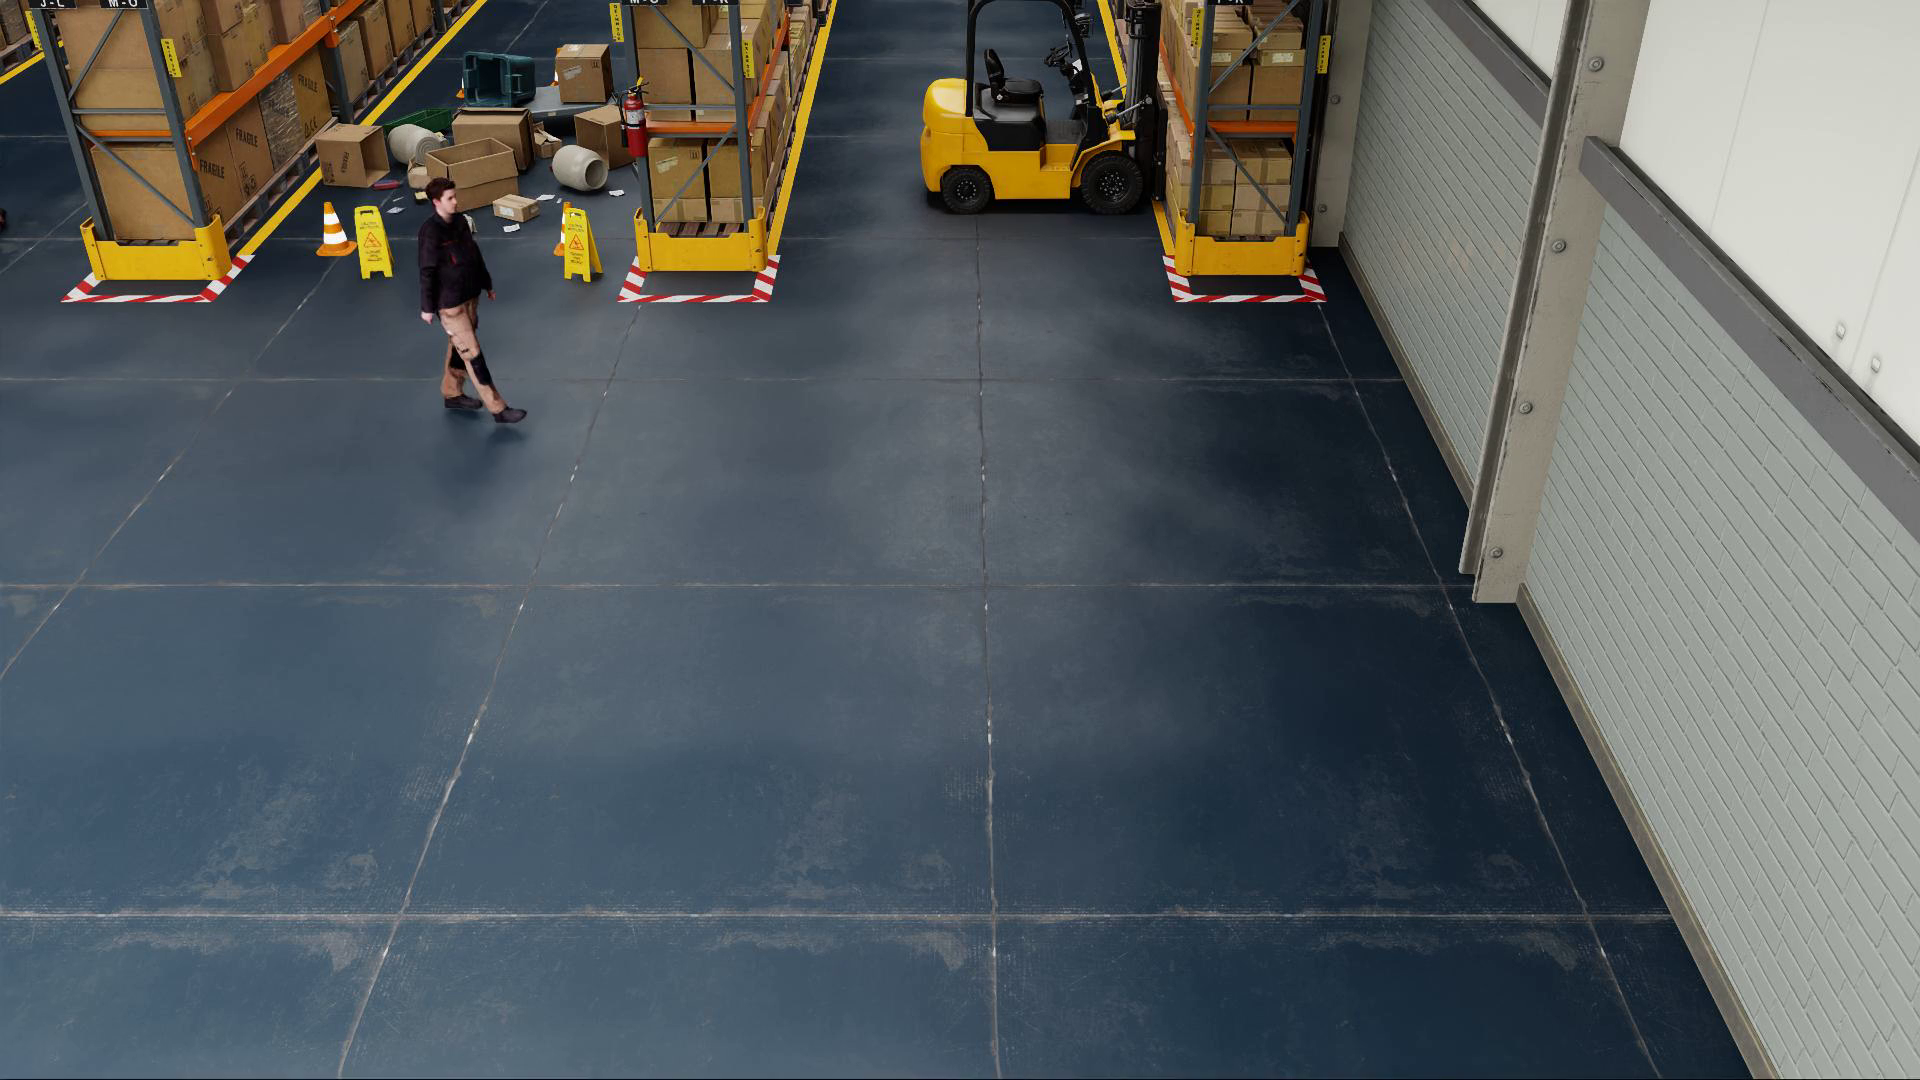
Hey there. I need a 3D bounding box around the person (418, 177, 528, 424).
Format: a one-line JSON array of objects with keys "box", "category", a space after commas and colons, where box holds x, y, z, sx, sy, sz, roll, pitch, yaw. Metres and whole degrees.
[{"box": [-3.848, -1.792, 12.471, 1.002, 1.894, 1.105, 9, 33, 14], "category": "person"}]
